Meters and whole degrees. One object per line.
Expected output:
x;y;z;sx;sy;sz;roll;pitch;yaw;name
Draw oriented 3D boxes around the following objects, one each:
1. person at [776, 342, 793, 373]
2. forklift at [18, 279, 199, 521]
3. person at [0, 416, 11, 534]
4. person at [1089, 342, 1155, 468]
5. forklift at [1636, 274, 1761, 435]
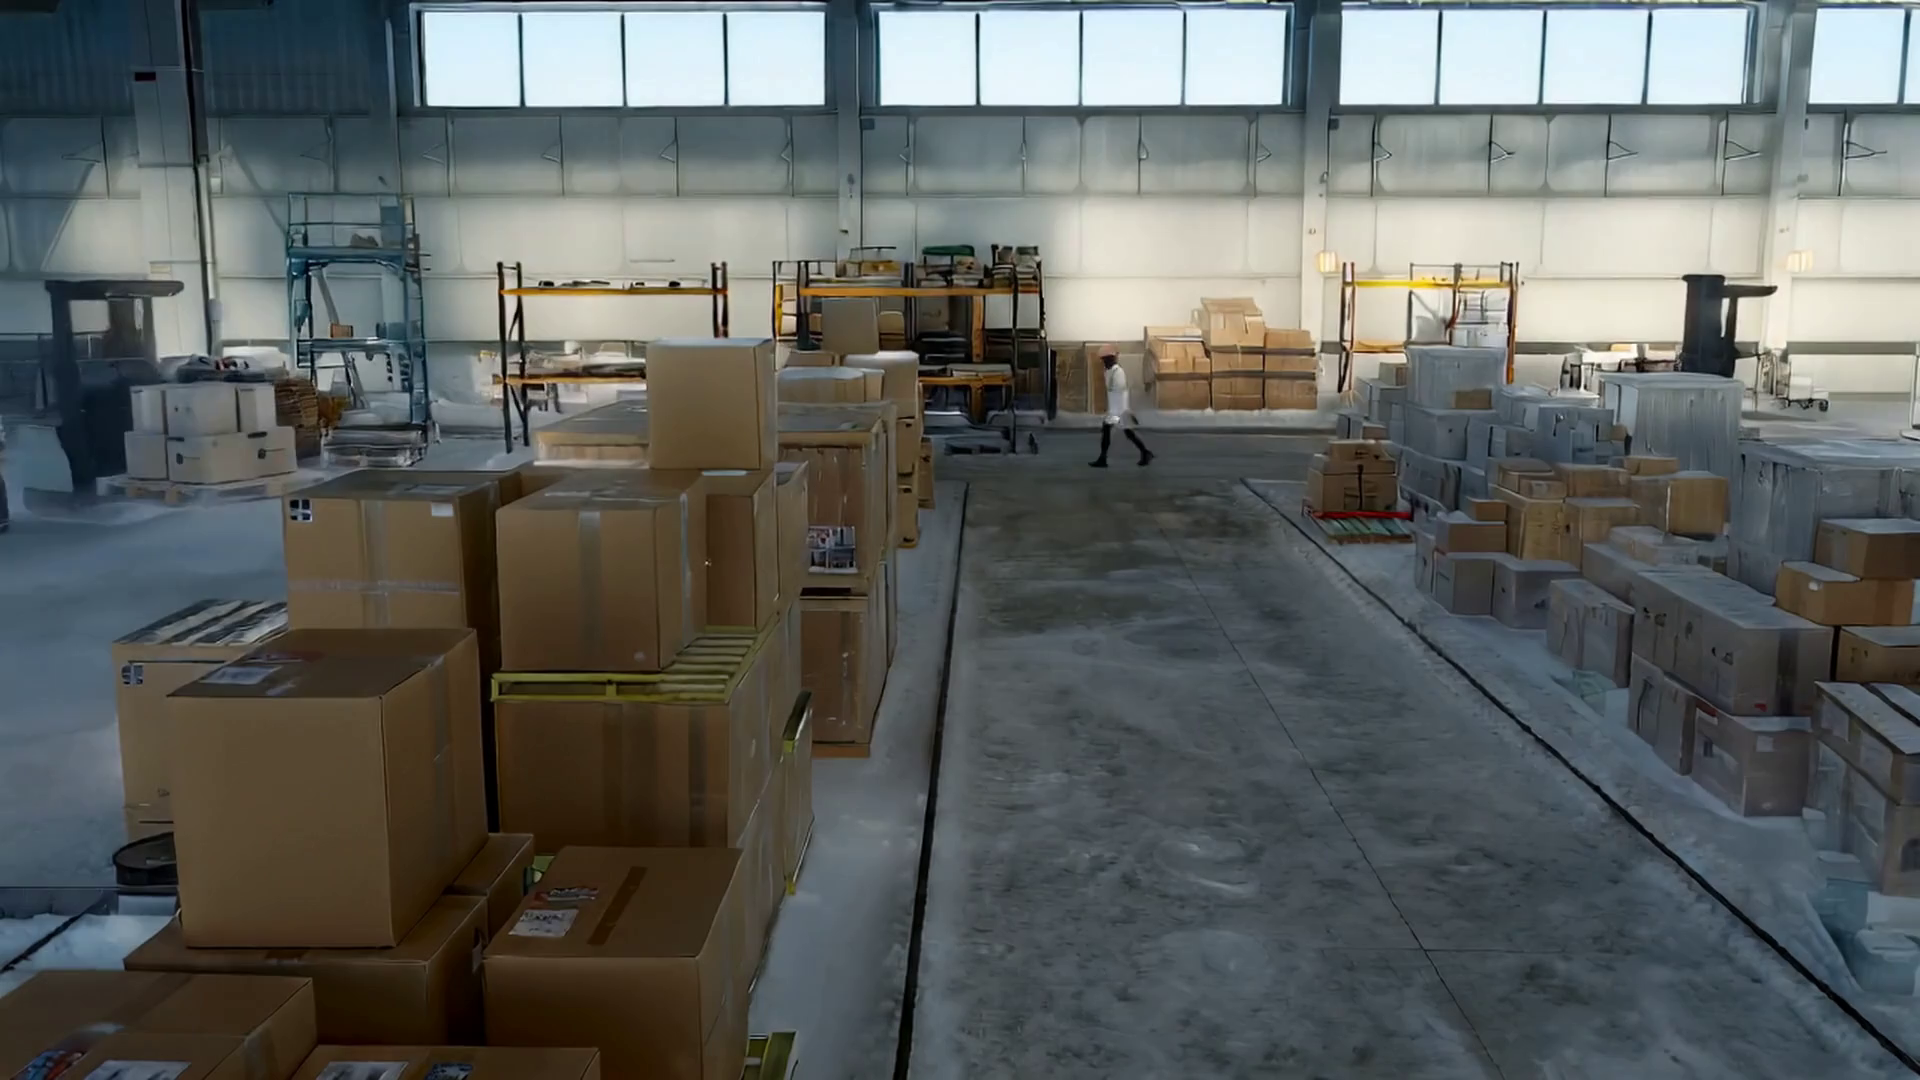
-2.462;-1.809;23.318;0.435;1.926;0.655;-2;10;-12;person
-10.354;-1.729;19.991;1.873;2.768;1.129;5;11;29;forklift
-10.873;-0.994;18.598;0.341;1.881;0.581;-4;10;-21;person
2.418;-1.991;24.598;0.956;1.880;0.580;-3;10;-16;person
12.990;-3.274;29.249;1.873;2.768;1.129;0;9;1;forklift
